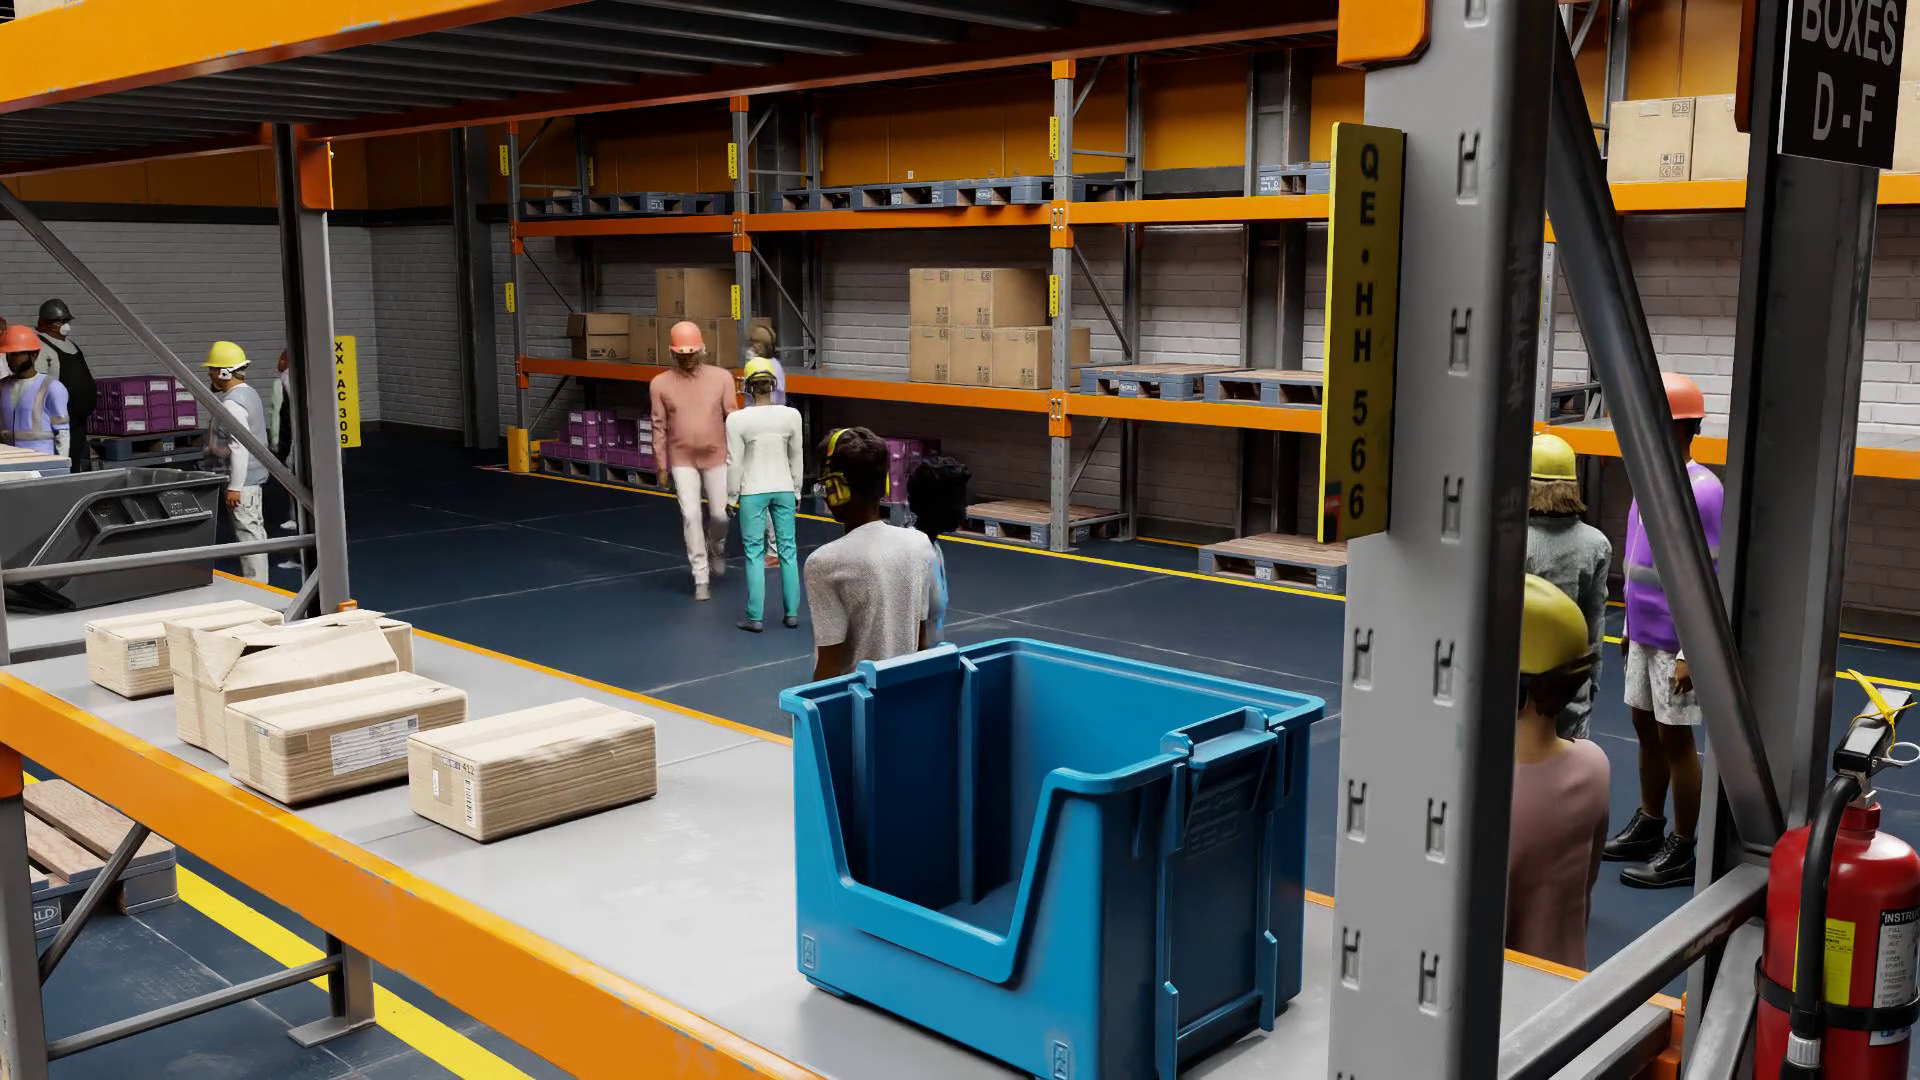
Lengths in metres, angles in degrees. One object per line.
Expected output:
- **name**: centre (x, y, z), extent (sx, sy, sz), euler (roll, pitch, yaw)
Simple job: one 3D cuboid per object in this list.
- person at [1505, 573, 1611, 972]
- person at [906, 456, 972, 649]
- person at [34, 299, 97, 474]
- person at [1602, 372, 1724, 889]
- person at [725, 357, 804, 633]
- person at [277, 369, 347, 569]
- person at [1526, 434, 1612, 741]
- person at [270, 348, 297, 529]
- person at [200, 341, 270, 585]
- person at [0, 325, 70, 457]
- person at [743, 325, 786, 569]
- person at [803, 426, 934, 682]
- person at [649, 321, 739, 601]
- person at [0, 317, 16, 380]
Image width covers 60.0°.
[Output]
- **person**: centre (1.018, 0.934, 3.120), extent (0.304, 1.772, 0.525), euler (9, 13, 42)
- **person**: centre (-0.182, 0.523, 5.982), extent (0.724, 1.641, 0.551), euler (0, 9, 2)
- **person**: centre (-8.377, -1.237, 15.595), extent (0.537, 2.000, 0.688), euler (0, 9, 0)
- **person**: centre (2.617, 0.340, 6.244), extent (0.375, 1.935, 0.550), euler (0, 9, -2)
- **person**: centre (-1.253, -0.287, 10.639), extent (0.524, 1.760, 0.328), euler (-5, 10, -27)
- **person**: centre (-4.937, -0.678, 12.695), extent (0.788, 1.878, 0.358), euler (5, 11, 30)
- **person**: centre (2.028, 0.499, 5.862), extent (0.489, 1.743, 0.323), euler (-2, 10, -14)
- **person**: centre (-5.917, -0.913, 14.879), extent (0.283, 1.630, 0.507), euler (5, 11, 29)
- **person**: centre (-4.879, -0.421, 11.231), extent (0.403, 1.832, 0.593), euler (-2, 10, -14)
- **person**: centre (-6.360, -0.500, 11.389), extent (0.542, 1.940, 0.355), euler (2, 9, 11)
- **person**: centre (-1.487, -0.703, 12.794), extent (0.427, 1.897, 0.735), euler (-2, 9, -10)
- **person**: centre (-0.291, 0.593, 4.924), extent (0.329, 1.865, 0.514), euler (8, 12, 39)
- **person**: centre (-1.853, -0.576, 11.805), extent (0.664, 1.960, 0.724), euler (-2, 9, -10)
- **person**: centre (-8.900, -1.131, 15.446), extent (0.479, 1.877, 0.614), euler (0, 9, 2)
